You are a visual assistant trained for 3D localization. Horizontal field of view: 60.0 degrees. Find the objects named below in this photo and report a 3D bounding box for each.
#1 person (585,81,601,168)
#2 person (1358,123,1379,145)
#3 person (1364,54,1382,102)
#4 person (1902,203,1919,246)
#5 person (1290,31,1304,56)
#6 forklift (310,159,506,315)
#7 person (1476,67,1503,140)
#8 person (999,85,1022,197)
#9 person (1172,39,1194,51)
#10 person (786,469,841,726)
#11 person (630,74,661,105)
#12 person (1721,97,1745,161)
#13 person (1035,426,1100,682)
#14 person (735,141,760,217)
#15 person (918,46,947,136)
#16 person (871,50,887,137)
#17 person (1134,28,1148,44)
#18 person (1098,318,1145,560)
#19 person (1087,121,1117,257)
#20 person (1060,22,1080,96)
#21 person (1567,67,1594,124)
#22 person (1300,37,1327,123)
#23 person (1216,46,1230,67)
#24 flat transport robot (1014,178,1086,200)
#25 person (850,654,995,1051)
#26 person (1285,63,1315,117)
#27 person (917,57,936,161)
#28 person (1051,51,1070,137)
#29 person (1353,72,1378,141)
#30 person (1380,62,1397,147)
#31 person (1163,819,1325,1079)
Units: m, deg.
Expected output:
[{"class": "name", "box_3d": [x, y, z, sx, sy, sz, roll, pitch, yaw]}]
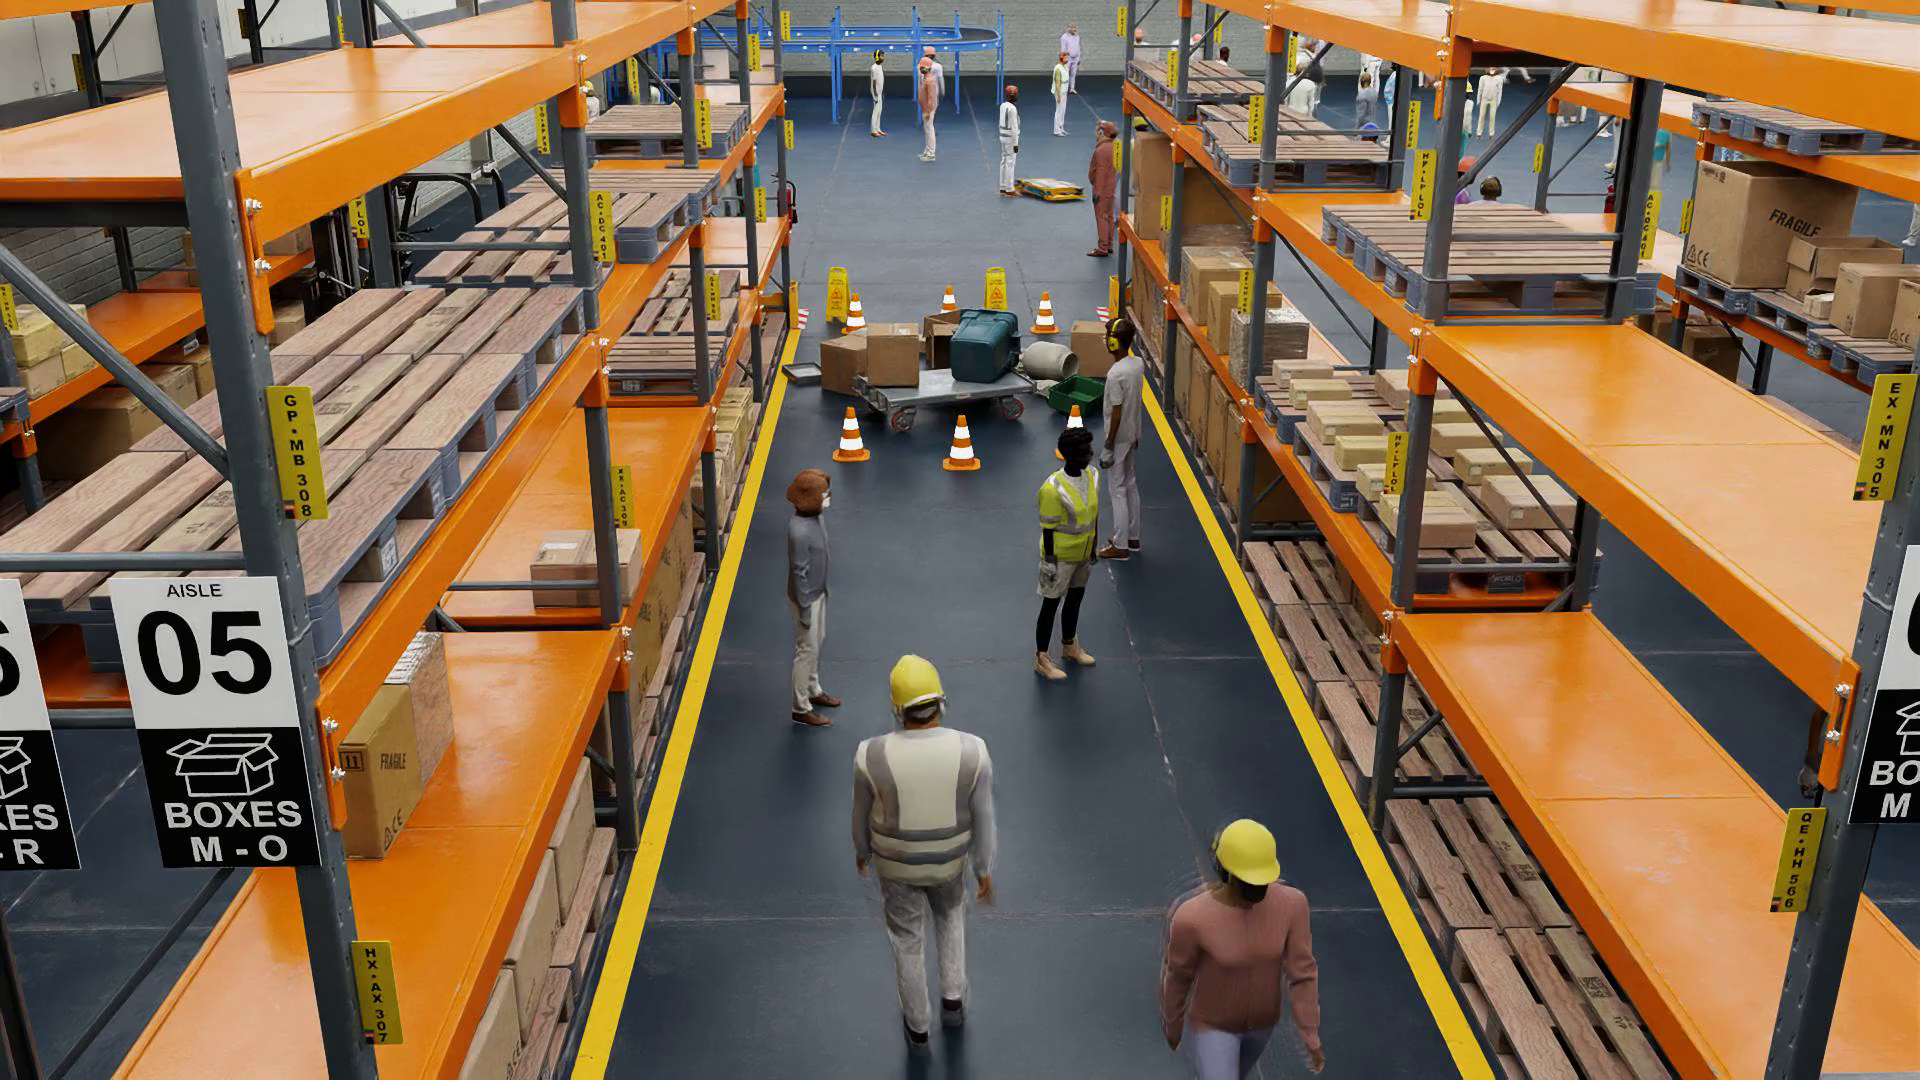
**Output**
[{"class": "person", "box_3d": [-6.888, -7.667, 31.031, 0.307, 1.745, 0.484, 9, 22, 22]}, {"class": "person", "box_3d": [5.755, -4.890, 23.441, 0.437, 1.935, 0.623, 4, 21, 10]}, {"class": "person", "box_3d": [10.728, -12.327, 43.158, 0.576, 1.882, 0.355, -14, 25, -33]}, {"class": "person", "box_3d": [14.332, -5.224, 24.590, 0.485, 1.737, 0.322, 2, 21, 5]}, {"class": "person", "box_3d": [8.800, -12.673, 43.953, 0.610, 1.964, 0.366, -8, 22, -19]}, {"class": "forklift", "box_3d": [-5.622, -2.910, 17.832, 2.313, 2.155, 1.214, -1, 21, -1]}, {"class": "person", "box_3d": [11.467, -9.506, 36.059, 0.503, 1.627, 0.274, 6, 22, 16]}, {"class": "person", "box_3d": [0.867, -6.907, 28.828, 0.341, 1.882, 0.587, -7, 22, -19]}, {"class": "person", "box_3d": [5.708, -12.093, 42.392, 0.643, 1.996, 1.021, 4, 21, 10]}, {"class": "person", "box_3d": [-0.901, 0.341, 10.036, 0.278, 1.622, 0.510, 3, 21, 7]}, {"class": "person", "box_3d": [-6.050, -8.086, 32.037, 0.611, 1.819, 0.835, 9, 22, 21]}, {"class": "person", "box_3d": [15.302, -8.382, 32.677, 0.377, 1.917, 0.599, -15, 25, -35]}, {"class": "person", "box_3d": [0.696, 0.075, 10.645, 0.321, 1.691, 0.534, 17, 27, 38]}, {"class": "person", "box_3d": [-2.913, -4.697, 23.042, 0.345, 1.846, 0.508, 9, 22, 22]}, {"class": "person", "box_3d": [-0.598, -9.871, 36.618, 0.607, 1.923, 0.465, 10, 23, 24]}, {"class": "person", "box_3d": [-1.792, -9.795, 36.504, 0.328, 1.861, 0.500, 4, 21, 10]}, {"class": "person", "box_3d": [4.532, -12.019, 42.278, 0.549, 1.925, 0.605, 1, 21, 2]}, {"class": "person", "box_3d": [1.210, -0.758, 12.603, 0.311, 1.864, 0.533, 11, 24, 28]}, {"class": "person", "box_3d": [2.034, -5.034, 23.847, 0.405, 1.906, 0.652, 9, 22, 22]}, {"class": "person", "box_3d": [2.989, -12.945, 44.777, 0.642, 1.899, 0.395, -16, 26, -36]}, {"class": "person", "box_3d": [14.457, -10.510, 38.715, 0.501, 1.626, 0.292, -4, 21, -10]}, {"class": "person", "box_3d": [8.185, -10.609, 38.396, 0.765, 2.000, 0.703, 13, 24, 30]}, {"class": "person", "box_3d": [5.742, -9.927, 36.785, 0.403, 1.908, 0.599, -5, 21, -14]}, {"class": "flat transport robot", "box_3d": [1.561, -6.143, 29.052, 0.652, 0.197, 1.431, -10, 23, -24]}, {"class": "person", "box_3d": [-0.167, 1.334, 7.149, 0.588, 1.803, 0.475, -4, 21, -10]}, {"class": "person", "box_3d": [6.551, -8.257, 32.322, 0.631, 1.940, 0.372, 3, 21, 7]}, {"class": "person", "box_3d": [-0.657, -8.549, 33.011, 0.378, 1.996, 0.611, -3, 21, -8]}, {"class": "person", "box_3d": [2.212, -9.800, 36.553, 0.400, 1.832, 0.574, 6, 22, 16]}, {"class": "person", "box_3d": [7.445, -7.627, 30.663, 0.370, 1.934, 0.627, 15, 25, 34]}, {"class": "person", "box_3d": [9.129, -9.223, 35.010, 0.429, 1.844, 0.625, 2, 21, 5]}, {"class": "person", "box_3d": [1.027, 1.783, 6.094, 0.523, 1.716, 0.927, -7, 22, -17]}]
